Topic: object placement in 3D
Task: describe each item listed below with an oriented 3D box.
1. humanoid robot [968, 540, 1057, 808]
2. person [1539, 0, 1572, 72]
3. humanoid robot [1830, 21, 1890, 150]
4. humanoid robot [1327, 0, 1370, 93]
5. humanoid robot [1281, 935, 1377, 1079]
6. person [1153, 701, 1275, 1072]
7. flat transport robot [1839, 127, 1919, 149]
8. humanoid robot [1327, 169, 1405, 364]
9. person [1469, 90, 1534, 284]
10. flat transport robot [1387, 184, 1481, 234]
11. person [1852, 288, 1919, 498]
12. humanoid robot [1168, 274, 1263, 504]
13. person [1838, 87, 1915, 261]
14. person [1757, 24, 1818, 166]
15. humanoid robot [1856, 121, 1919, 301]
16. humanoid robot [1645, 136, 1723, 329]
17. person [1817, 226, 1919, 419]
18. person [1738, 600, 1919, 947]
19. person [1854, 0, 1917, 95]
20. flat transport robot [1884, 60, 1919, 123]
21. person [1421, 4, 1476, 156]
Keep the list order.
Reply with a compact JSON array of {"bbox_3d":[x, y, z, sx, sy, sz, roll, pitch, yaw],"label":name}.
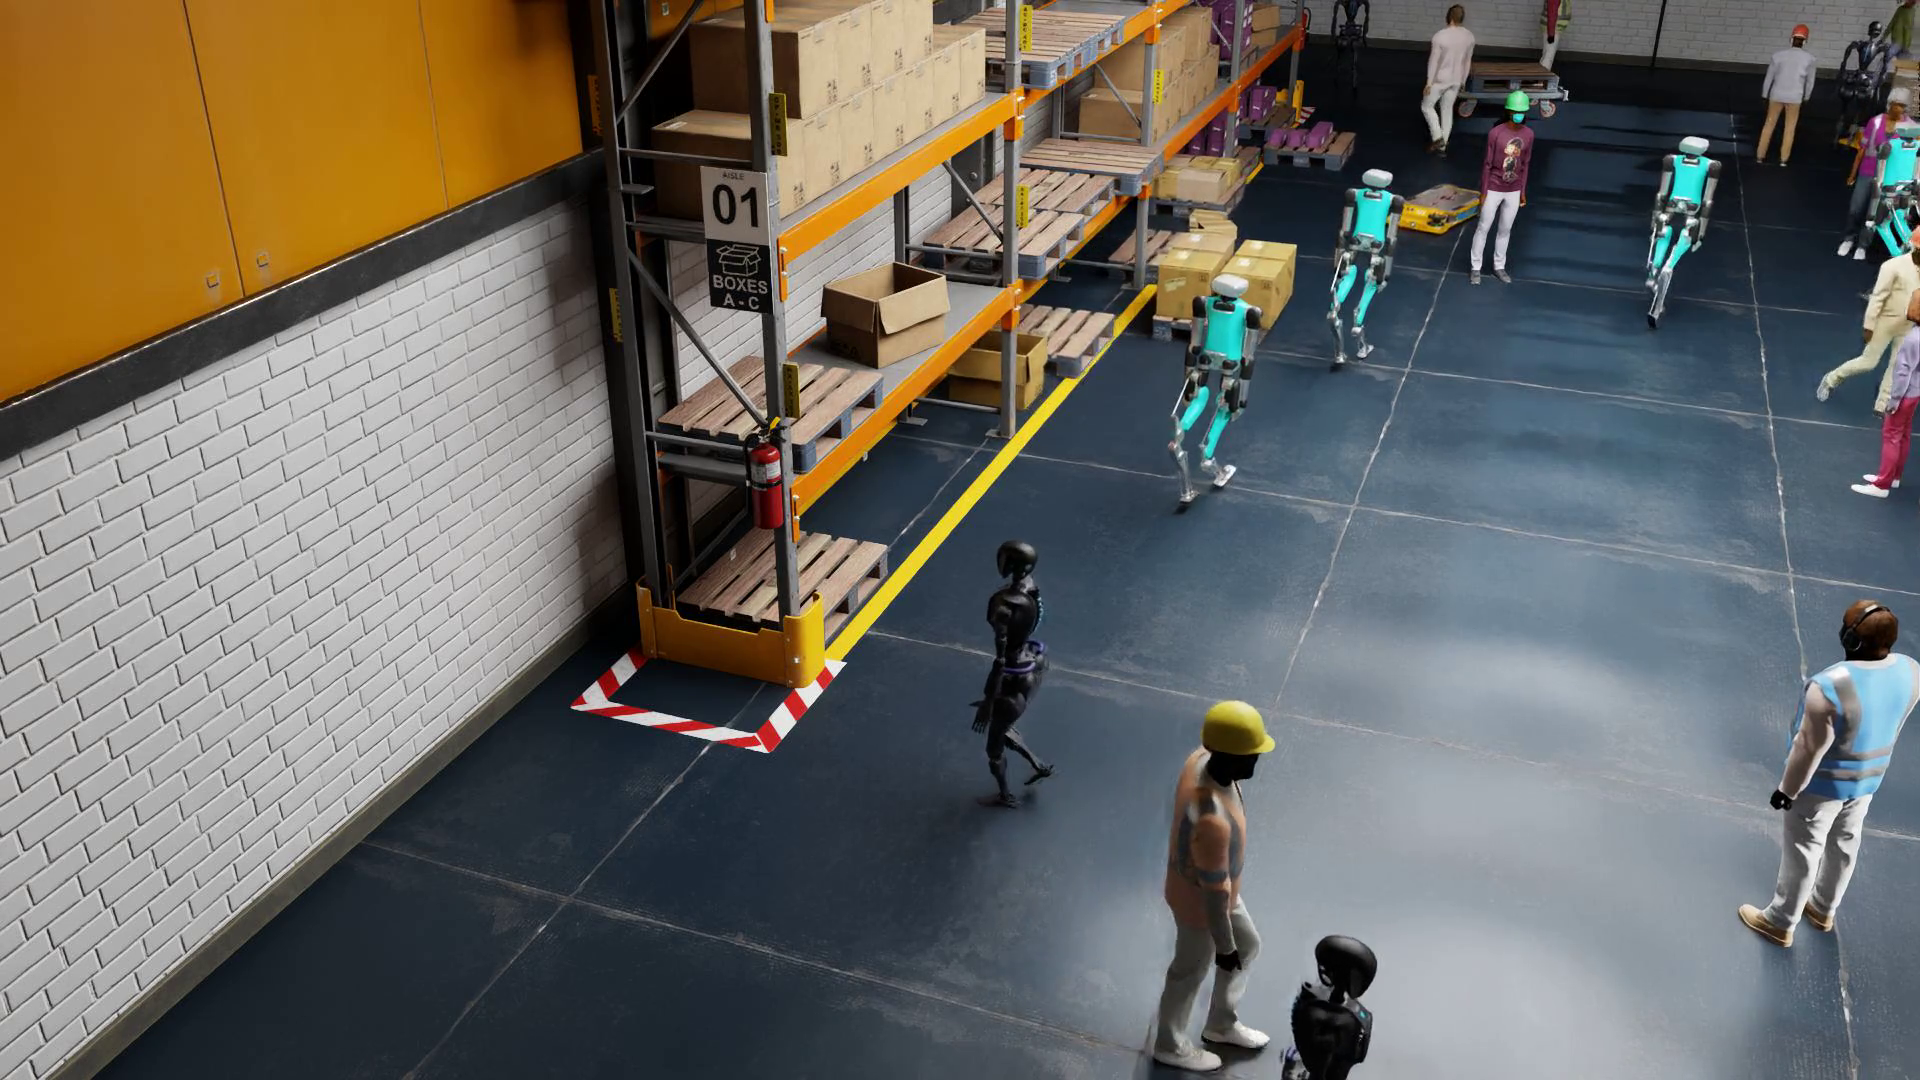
[{"bbox_3d":[0.278,0.738,8.797,0.414,1.646,0.589,8,28,15],"label":"humanoid robot"},{"bbox_3d":[8.846,-7.589,24.772,0.429,1.830,0.638,12,30,22],"label":"person"},{"bbox_3d":[11.711,-5.921,21.716,0.589,1.644,0.390,16,31,28],"label":"humanoid robot"},{"bbox_3d":[5.839,-7.552,24.929,0.598,1.632,0.794,0,27,0],"label":"humanoid robot"},{"bbox_3d":[1.286,2.109,6.117,0.376,1.645,0.600,10,29,18],"label":"humanoid robot"},{"bbox_3d":[1.158,1.507,7.031,0.658,1.907,0.611,4,28,8],"label":"person"},{"bbox_3d":[12.489,-5.337,22.103,1.431,0.231,0.659,-11,29,-20],"label":"flat transport robot"},{"bbox_3d":[3.517,-2.332,14.674,0.540,1.740,0.957,13,30,23],"label":"humanoid robot"},{"bbox_3d":[5.497,-3.573,16.848,0.488,1.953,0.417,-2,27,-4],"label":"person"},{"bbox_3d":[5.553,-3.816,19.153,0.659,0.231,1.431,21,34,35],"label":"flat transport robot"},{"bbox_3d":[7.038,-1.101,12.405,0.282,1.628,0.500,23,35,37],"label":"person"},{"bbox_3d":[1.806,-1.025,12.133,0.542,1.737,0.975,15,31,27],"label":"humanoid robot"},{"bbox_3d":[9.652,-3.834,17.481,0.541,1.829,0.437,15,31,26],"label":"person"},{"bbox_3d":[10.485,-5.636,21.079,0.574,1.740,0.376,18,33,31],"label":"person"},{"bbox_3d":[9.183,-3.149,16.183,0.530,1.731,0.708,-7,28,-13],"label":"humanoid robot"},{"bbox_3d":[6.703,-2.855,15.727,0.535,1.780,0.992,19,33,32],"label":"humanoid robot"},{"bbox_3d":[7.654,-1.836,13.733,0.594,1.717,0.675,-9,29,-17],"label":"person"},{"bbox_3d":[4.117,1.109,7.884,0.620,1.845,0.431,-10,29,-18],"label":"person"},{"bbox_3d":[13.860,-7.336,24.535,0.893,1.579,0.518,9,28,16],"label":"person"},{"bbox_3d":[13.033,-5.494,22.407,1.431,0.231,0.659,15,31,27],"label":"flat transport robot"},{"bbox_3d":[6.247,-5.909,21.409,0.646,1.920,0.459,-8,28,-15],"label":"person"}]
